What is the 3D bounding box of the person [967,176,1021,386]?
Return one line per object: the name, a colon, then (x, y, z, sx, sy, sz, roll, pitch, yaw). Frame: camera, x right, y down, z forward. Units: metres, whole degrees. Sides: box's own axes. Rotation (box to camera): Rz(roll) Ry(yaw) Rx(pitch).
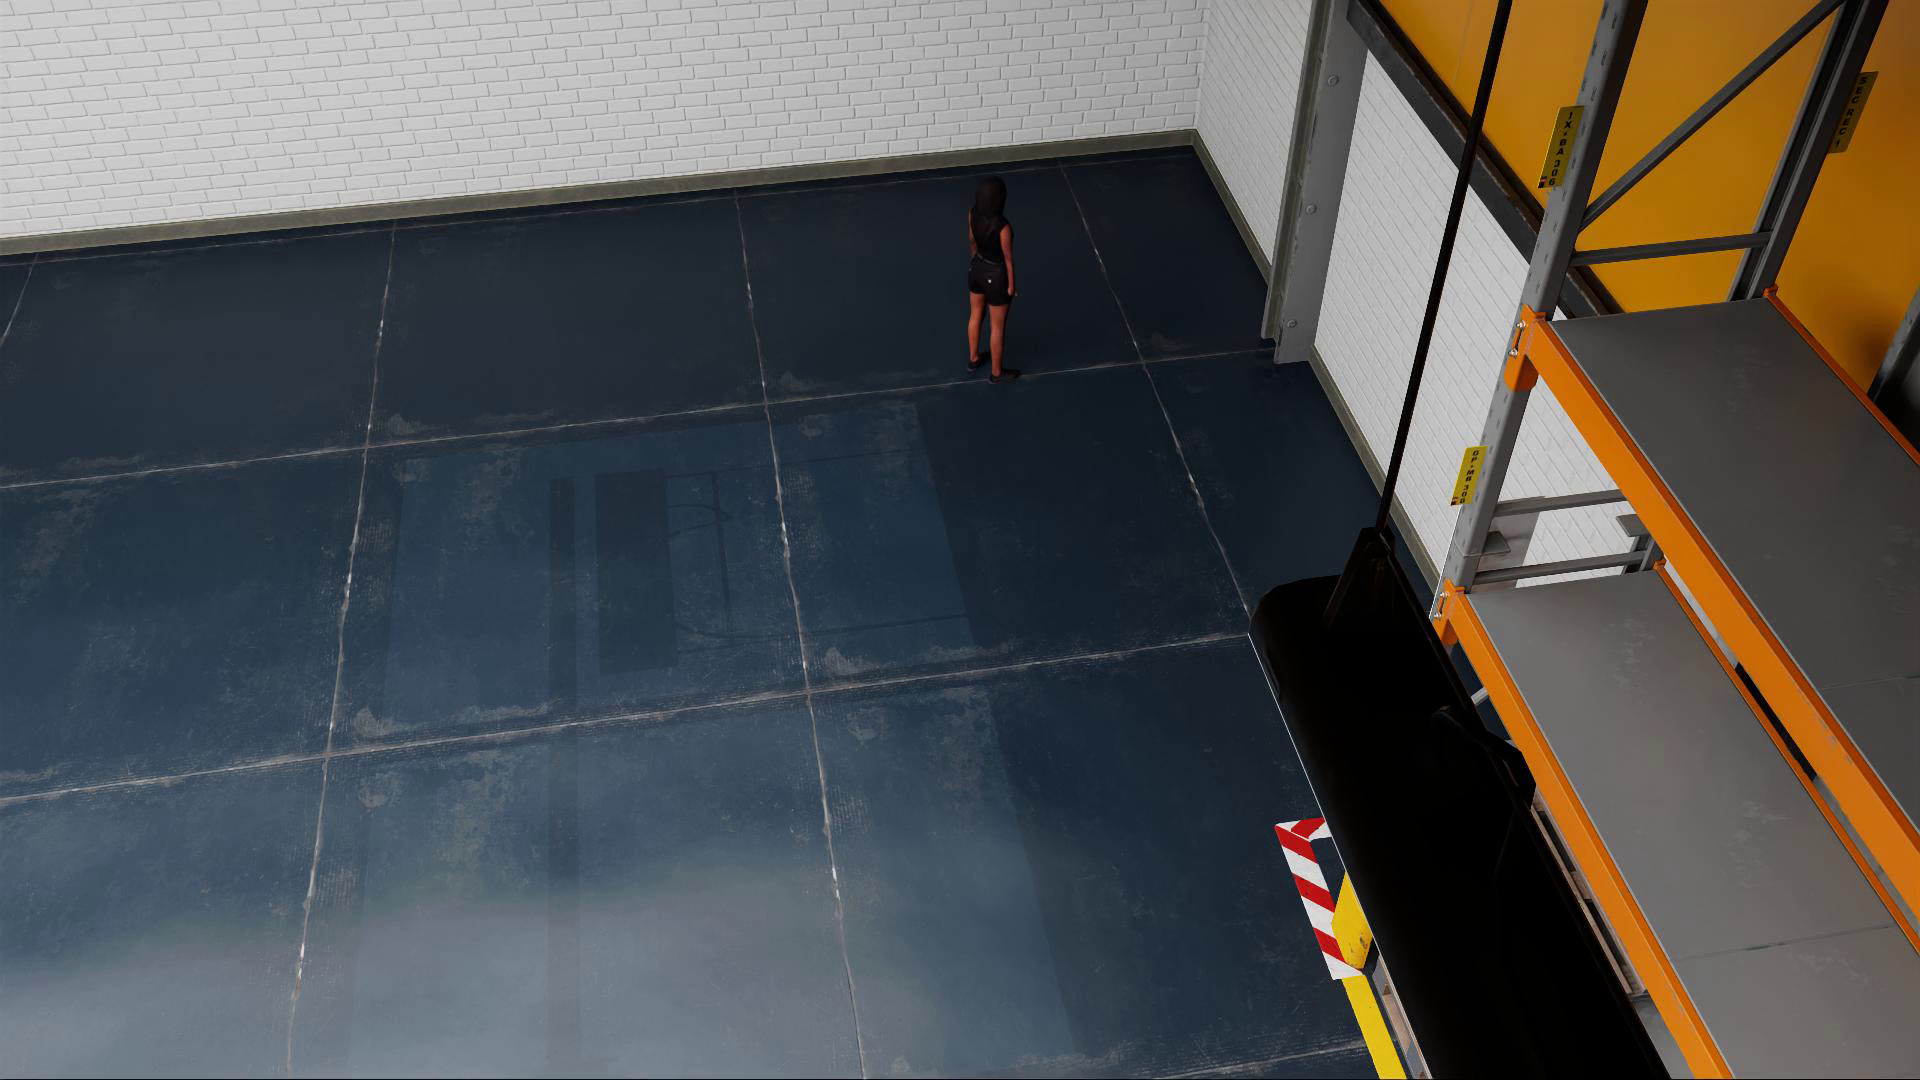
person: (0.230, -1.969, 12.541, 0.733, 1.740, 0.621, -32, 52, -29)
